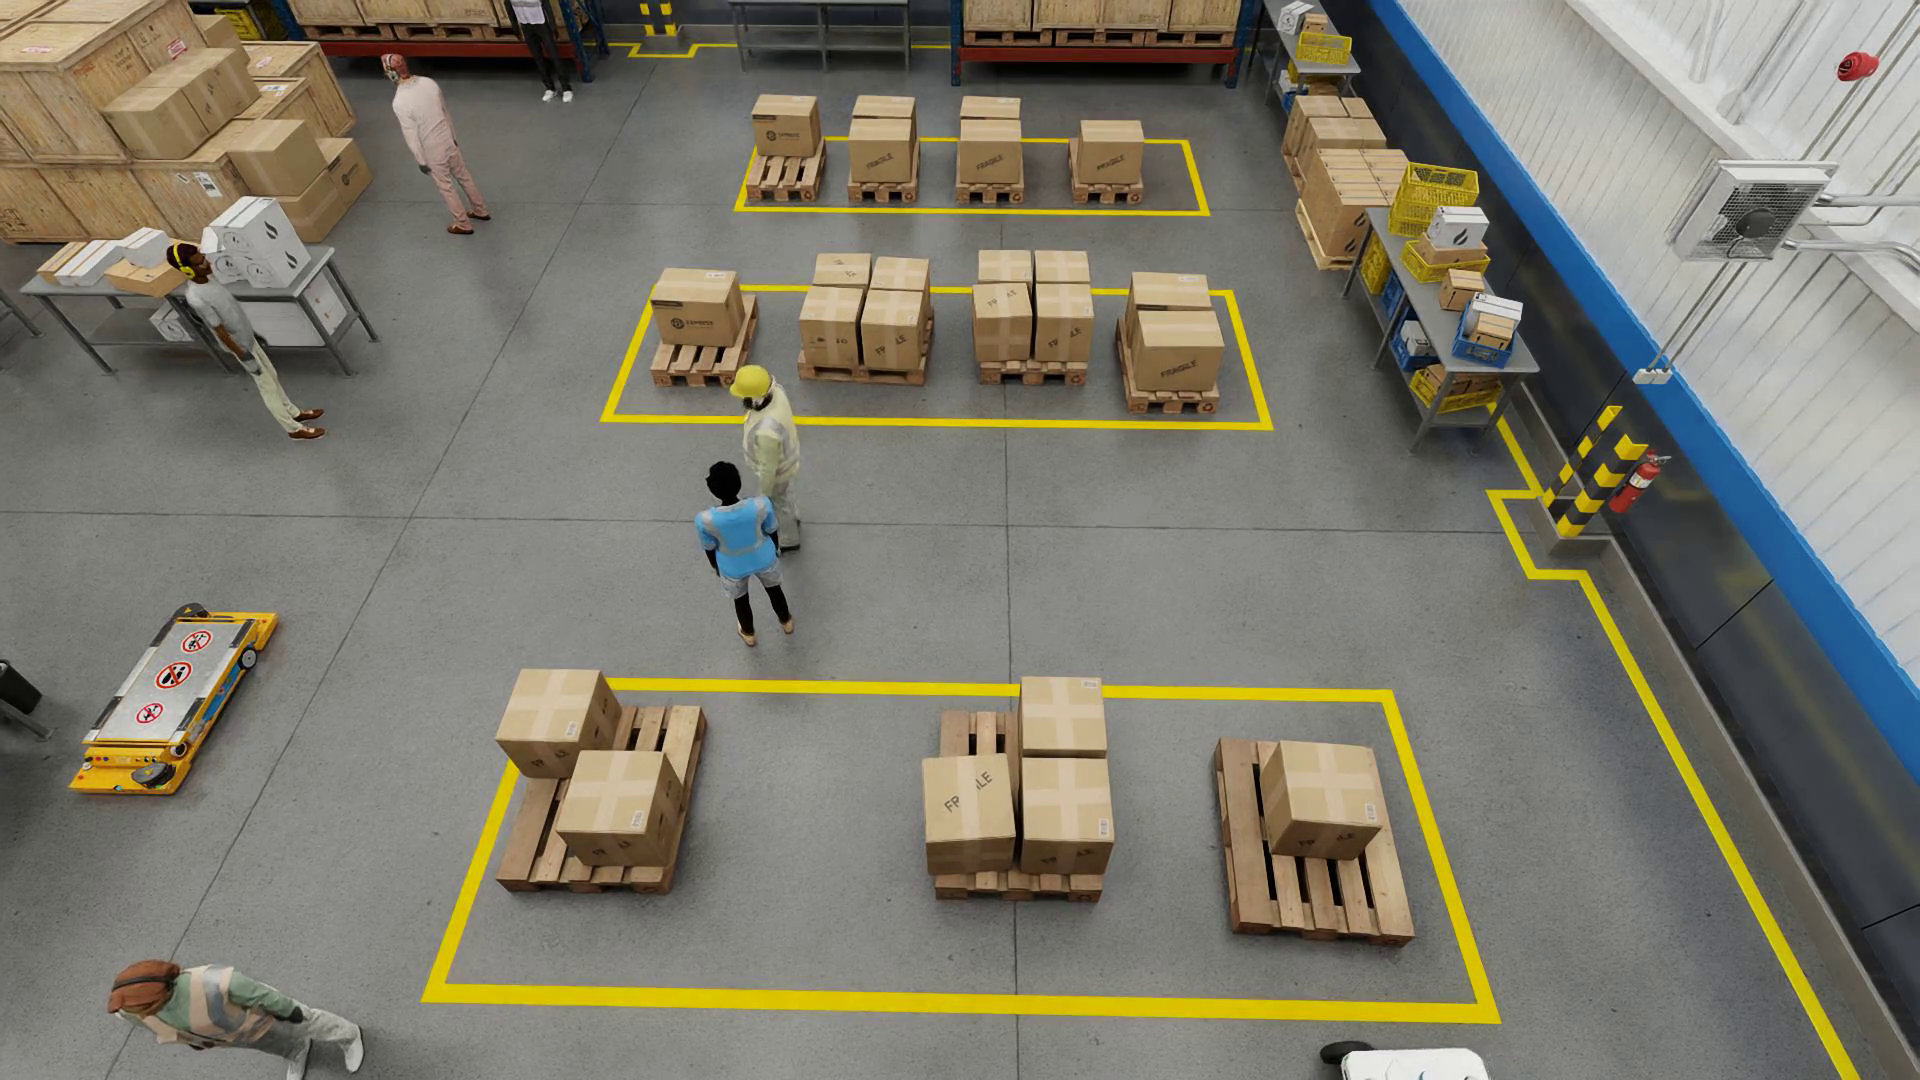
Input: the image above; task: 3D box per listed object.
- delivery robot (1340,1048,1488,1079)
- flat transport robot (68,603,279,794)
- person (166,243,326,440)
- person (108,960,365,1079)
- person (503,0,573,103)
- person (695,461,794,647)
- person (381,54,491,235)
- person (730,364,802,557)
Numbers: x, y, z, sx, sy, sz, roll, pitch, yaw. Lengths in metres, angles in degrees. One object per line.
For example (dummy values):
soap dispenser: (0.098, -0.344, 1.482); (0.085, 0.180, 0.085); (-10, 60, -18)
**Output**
delivery robot: (2.343, 2.827, 4.713); (0.707, 0.478, 0.477); (-1, 50, -1)
flat transport robot: (-5.504, 1.072, 6.442); (0.652, 0.197, 1.431); (1, 50, 1)
person: (-5.983, -1.645, 7.700); (0.327, 1.874, 0.520); (-19, 52, -16)
person: (-3.508, 2.348, 4.478); (0.519, 1.632, 0.317); (-12, 51, -10)
person: (-5.583, -6.766, 12.012); (0.604, 1.906, 0.405); (1, 50, 1)
person: (-1.472, 0.126, 6.320); (0.534, 1.691, 0.322); (-18, 52, -14)
person: (-5.676, -4.239, 9.881); (0.400, 1.900, 0.648); (12, 51, 10)
person: (-1.387, -0.584, 6.834); (0.404, 1.823, 0.610); (-2, 50, -2)
